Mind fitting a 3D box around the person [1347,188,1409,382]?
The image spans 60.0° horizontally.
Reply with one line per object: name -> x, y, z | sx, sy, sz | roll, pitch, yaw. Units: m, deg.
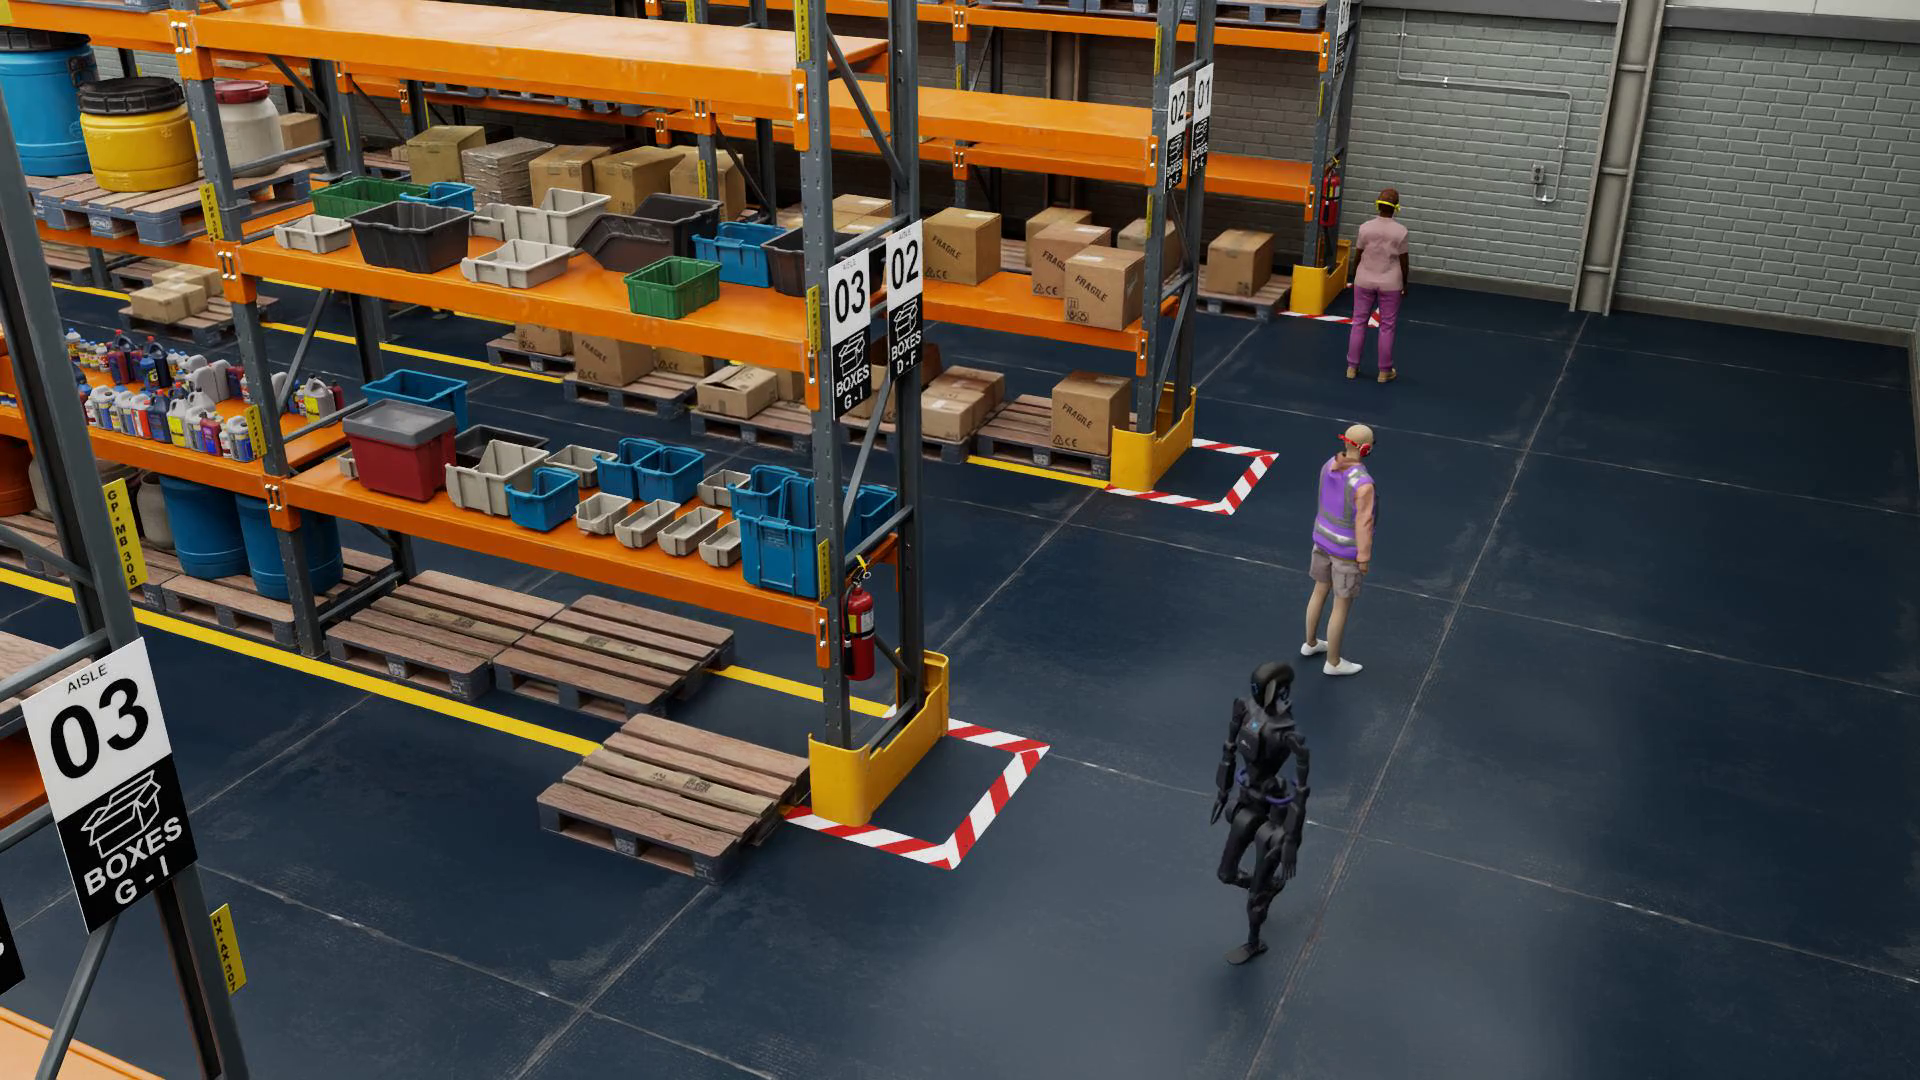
person -> 3.861, -2.345, 15.326 | 0.535, 1.800, 0.328 | 12, 29, 23

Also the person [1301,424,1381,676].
person -> 2.428, 0.057, 10.590 | 0.351, 1.688, 0.489 | -11, 28, -21

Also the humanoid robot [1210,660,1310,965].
humanoid robot -> 1.518, 1.311, 8.070 | 0.478, 1.646, 0.600 | -16, 31, -30
